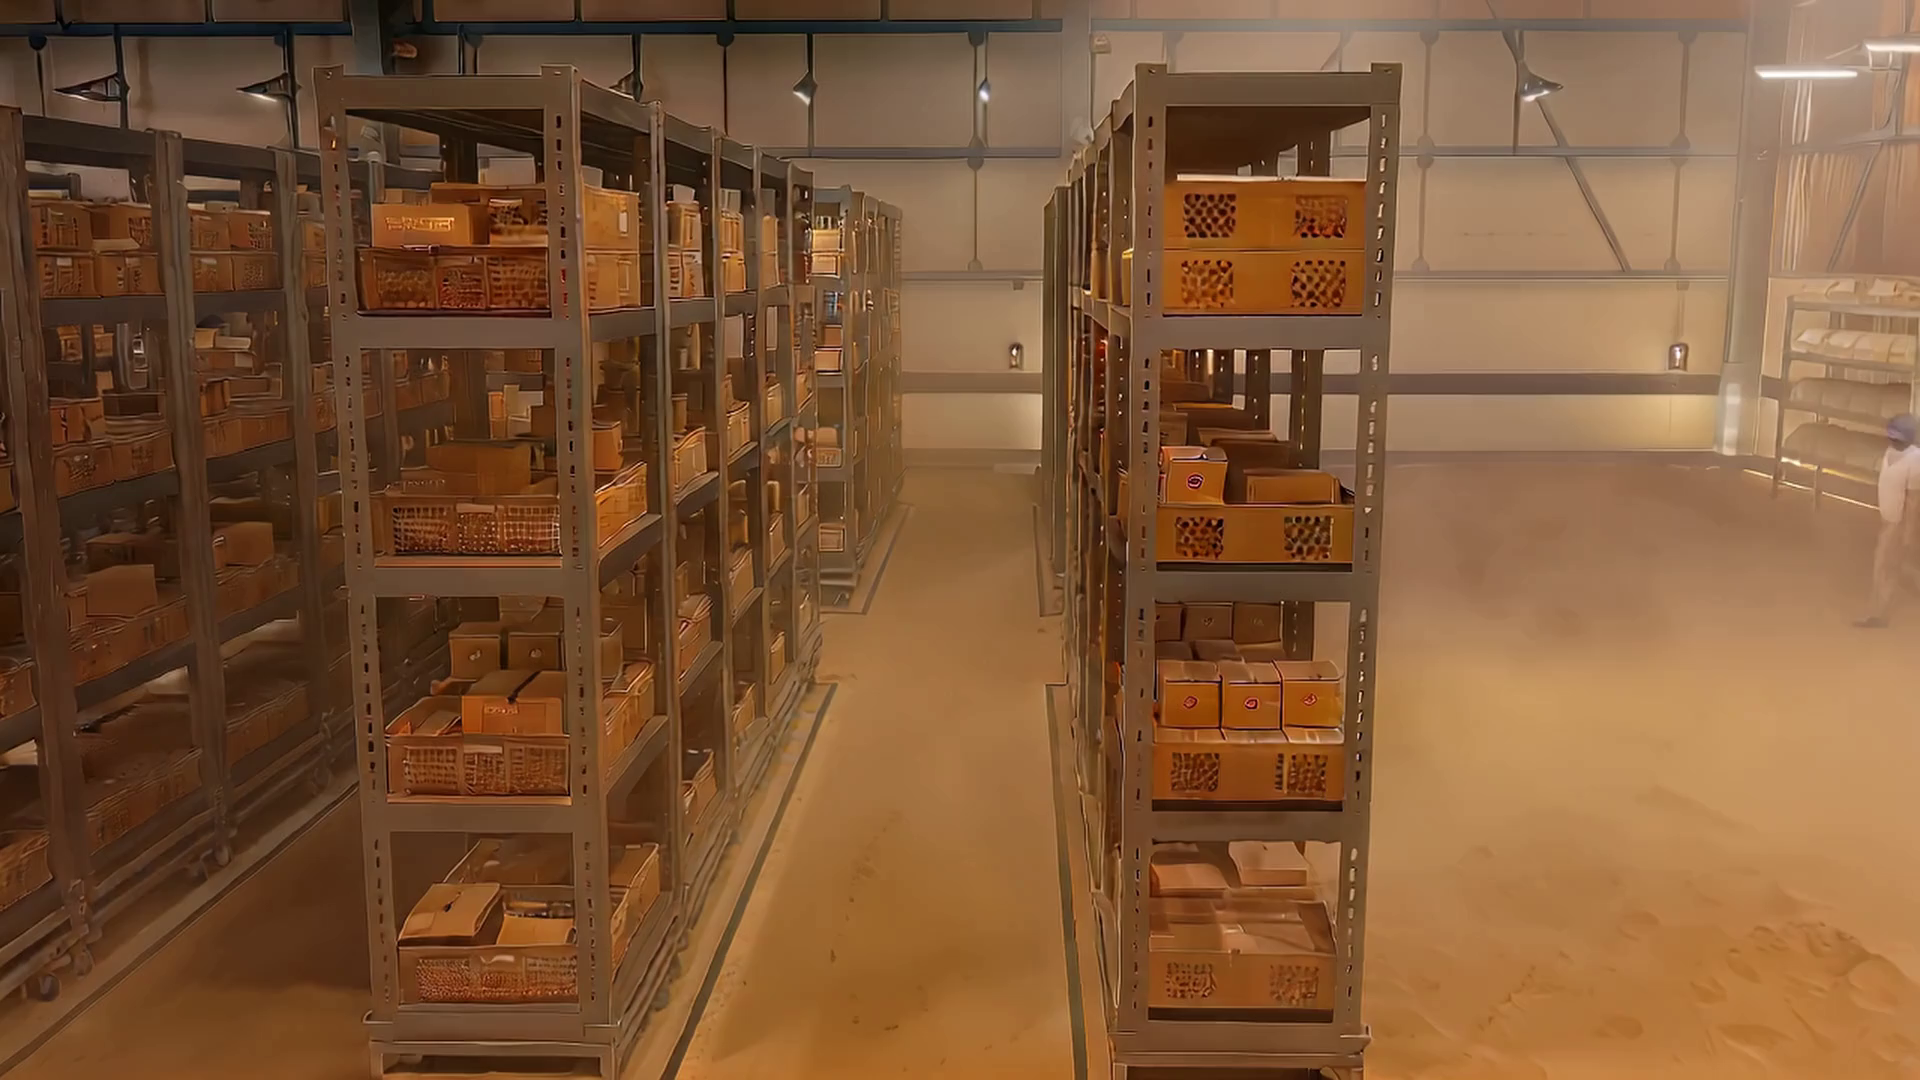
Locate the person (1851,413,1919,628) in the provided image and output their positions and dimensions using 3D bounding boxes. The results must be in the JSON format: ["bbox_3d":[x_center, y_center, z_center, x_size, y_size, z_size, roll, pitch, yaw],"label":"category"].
[{"bbox_3d":[7.650,-0.135,13.404,0.615,1.798,0.608,2,10,12],"label":"person"}]
